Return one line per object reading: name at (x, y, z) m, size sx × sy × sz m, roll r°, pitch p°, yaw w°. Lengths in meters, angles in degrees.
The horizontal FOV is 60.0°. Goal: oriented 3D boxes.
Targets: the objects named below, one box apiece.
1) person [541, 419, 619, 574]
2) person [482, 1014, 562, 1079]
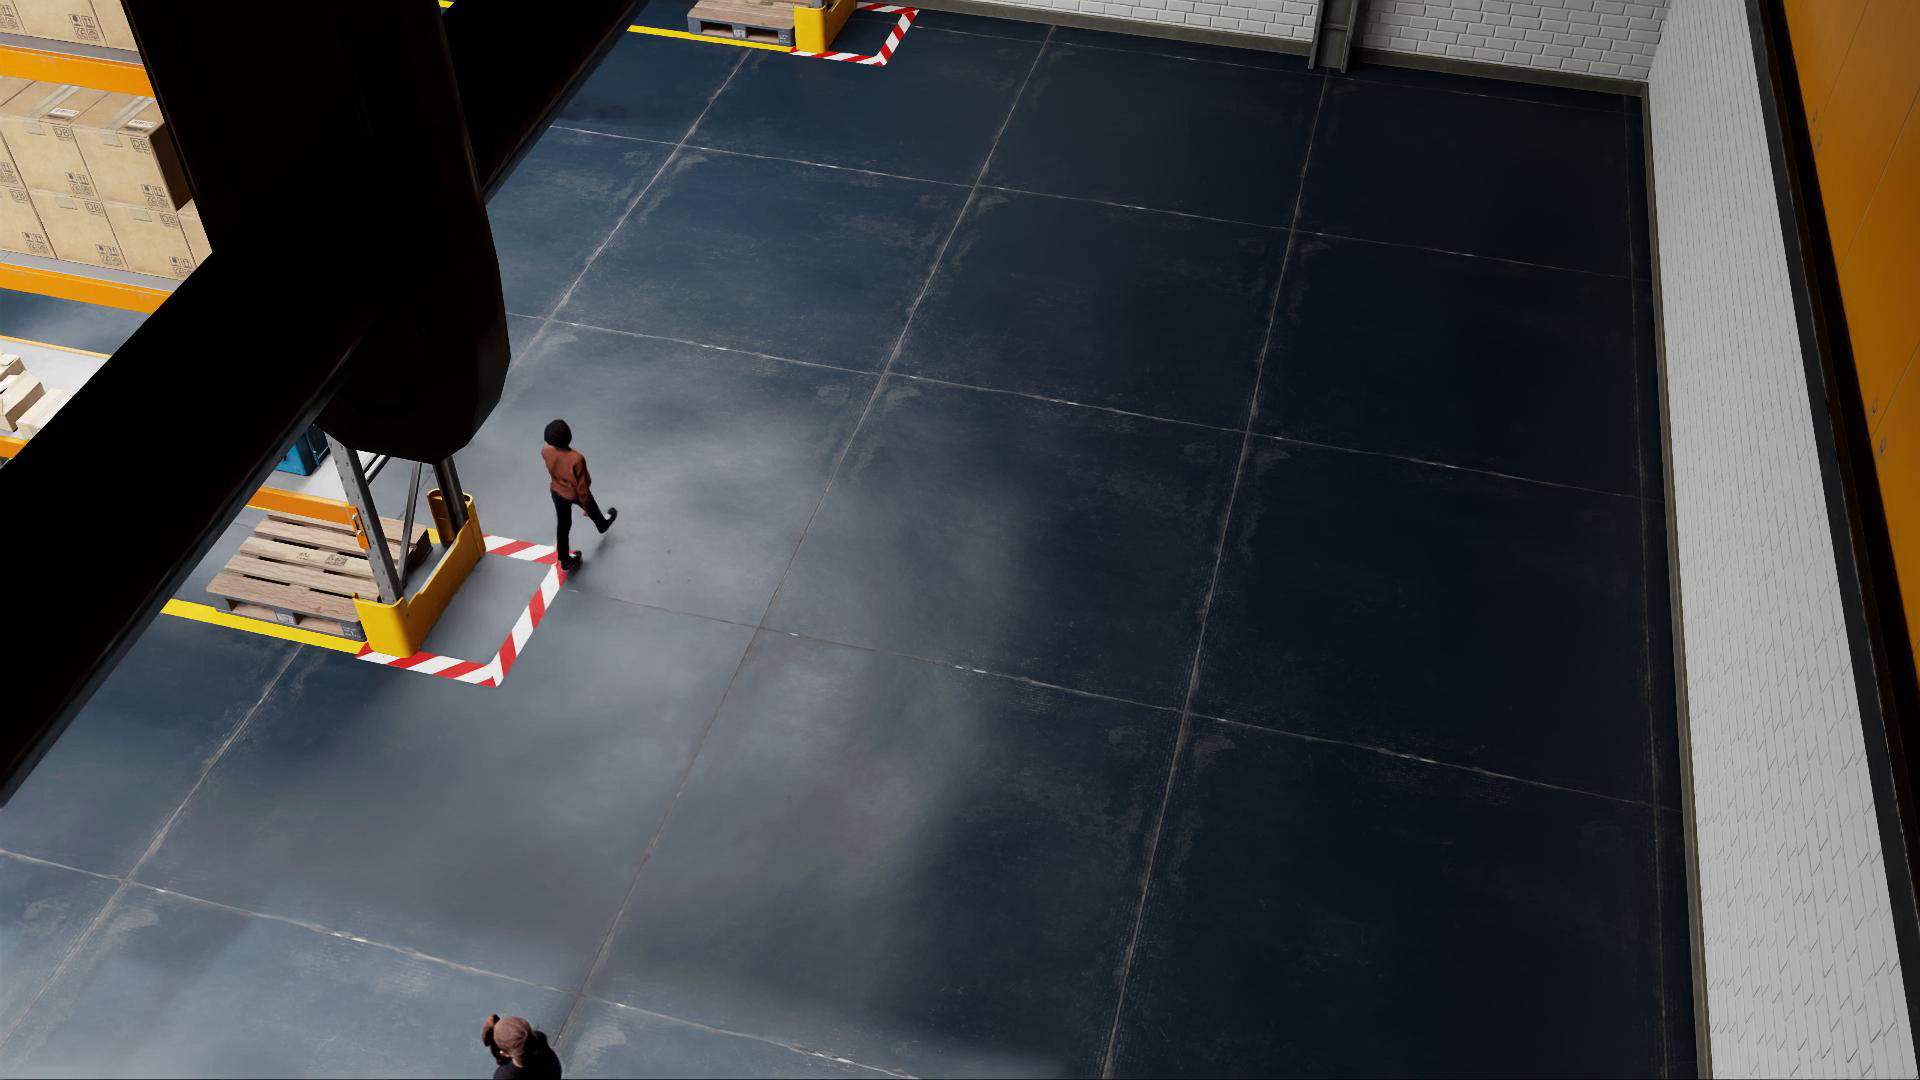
person at (-2.780, -0.294, 11.700) m, size 0.849 × 1.219 × 0.673 m, roll 16°, pitch 46°, yaw 17°
person at (-2.014, 2.815, 8.050) m, size 0.578 × 1.752 × 0.571 m, roll 14°, pitch 45°, yaw 14°
